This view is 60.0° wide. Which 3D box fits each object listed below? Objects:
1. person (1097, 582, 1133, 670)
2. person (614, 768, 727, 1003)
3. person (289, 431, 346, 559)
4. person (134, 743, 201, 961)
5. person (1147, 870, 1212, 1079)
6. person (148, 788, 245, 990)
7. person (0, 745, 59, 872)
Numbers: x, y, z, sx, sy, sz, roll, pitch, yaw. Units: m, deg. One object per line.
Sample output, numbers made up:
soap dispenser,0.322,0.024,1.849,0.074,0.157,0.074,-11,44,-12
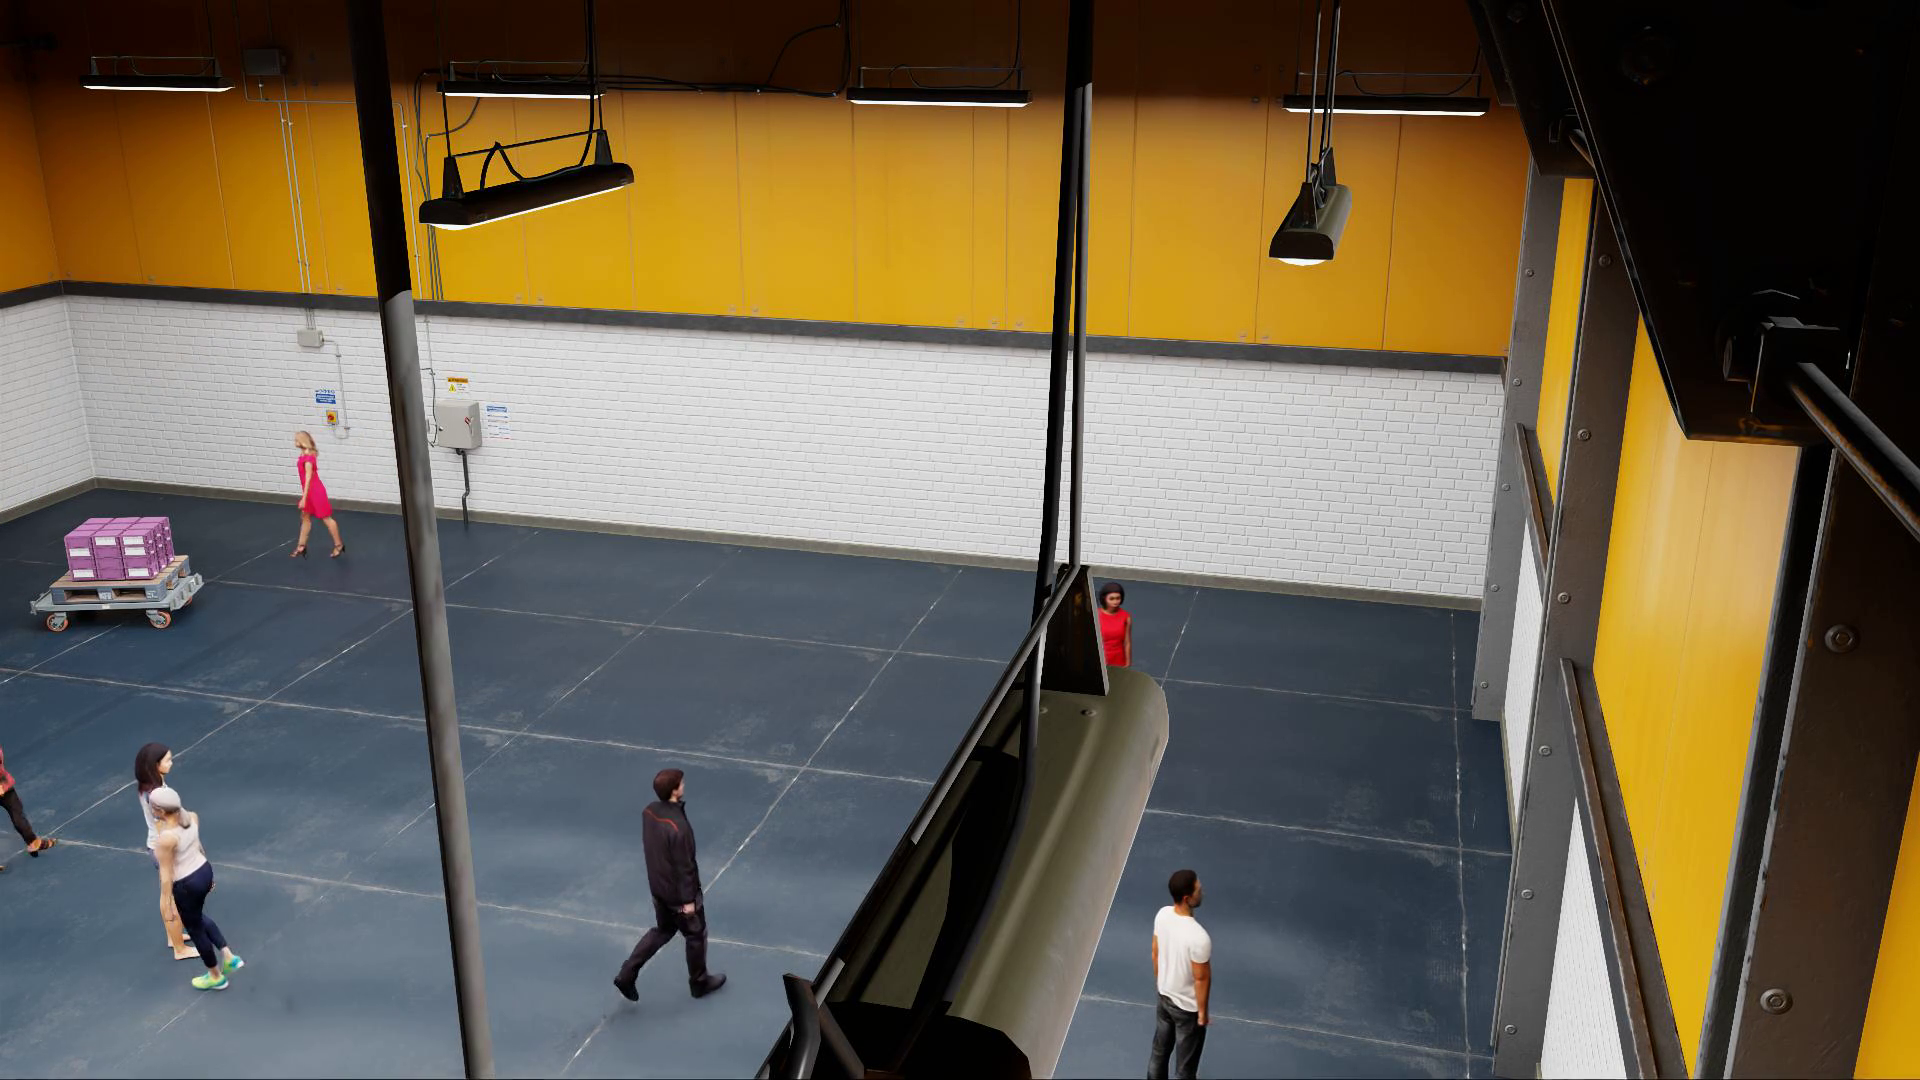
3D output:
person,1.416,1.222,15.874,0.623,1.741,0.594,-1,19,-2
person,-2.131,2.519,11.905,1.191,1.815,1.066,-15,24,-38
person,-8.161,-0.580,21.289,0.983,1.700,0.935,-10,21,-28
person,-5.997,2.335,12.577,0.706,1.736,0.656,-12,22,-31
person,1.405,2.941,10.672,0.756,1.802,0.710,-12,22,-31
person,-5.475,2.547,12.024,0.730,1.686,0.621,4,19,13
person,-8.068,2.012,13.620,0.726,1.681,0.945,8,20,24
